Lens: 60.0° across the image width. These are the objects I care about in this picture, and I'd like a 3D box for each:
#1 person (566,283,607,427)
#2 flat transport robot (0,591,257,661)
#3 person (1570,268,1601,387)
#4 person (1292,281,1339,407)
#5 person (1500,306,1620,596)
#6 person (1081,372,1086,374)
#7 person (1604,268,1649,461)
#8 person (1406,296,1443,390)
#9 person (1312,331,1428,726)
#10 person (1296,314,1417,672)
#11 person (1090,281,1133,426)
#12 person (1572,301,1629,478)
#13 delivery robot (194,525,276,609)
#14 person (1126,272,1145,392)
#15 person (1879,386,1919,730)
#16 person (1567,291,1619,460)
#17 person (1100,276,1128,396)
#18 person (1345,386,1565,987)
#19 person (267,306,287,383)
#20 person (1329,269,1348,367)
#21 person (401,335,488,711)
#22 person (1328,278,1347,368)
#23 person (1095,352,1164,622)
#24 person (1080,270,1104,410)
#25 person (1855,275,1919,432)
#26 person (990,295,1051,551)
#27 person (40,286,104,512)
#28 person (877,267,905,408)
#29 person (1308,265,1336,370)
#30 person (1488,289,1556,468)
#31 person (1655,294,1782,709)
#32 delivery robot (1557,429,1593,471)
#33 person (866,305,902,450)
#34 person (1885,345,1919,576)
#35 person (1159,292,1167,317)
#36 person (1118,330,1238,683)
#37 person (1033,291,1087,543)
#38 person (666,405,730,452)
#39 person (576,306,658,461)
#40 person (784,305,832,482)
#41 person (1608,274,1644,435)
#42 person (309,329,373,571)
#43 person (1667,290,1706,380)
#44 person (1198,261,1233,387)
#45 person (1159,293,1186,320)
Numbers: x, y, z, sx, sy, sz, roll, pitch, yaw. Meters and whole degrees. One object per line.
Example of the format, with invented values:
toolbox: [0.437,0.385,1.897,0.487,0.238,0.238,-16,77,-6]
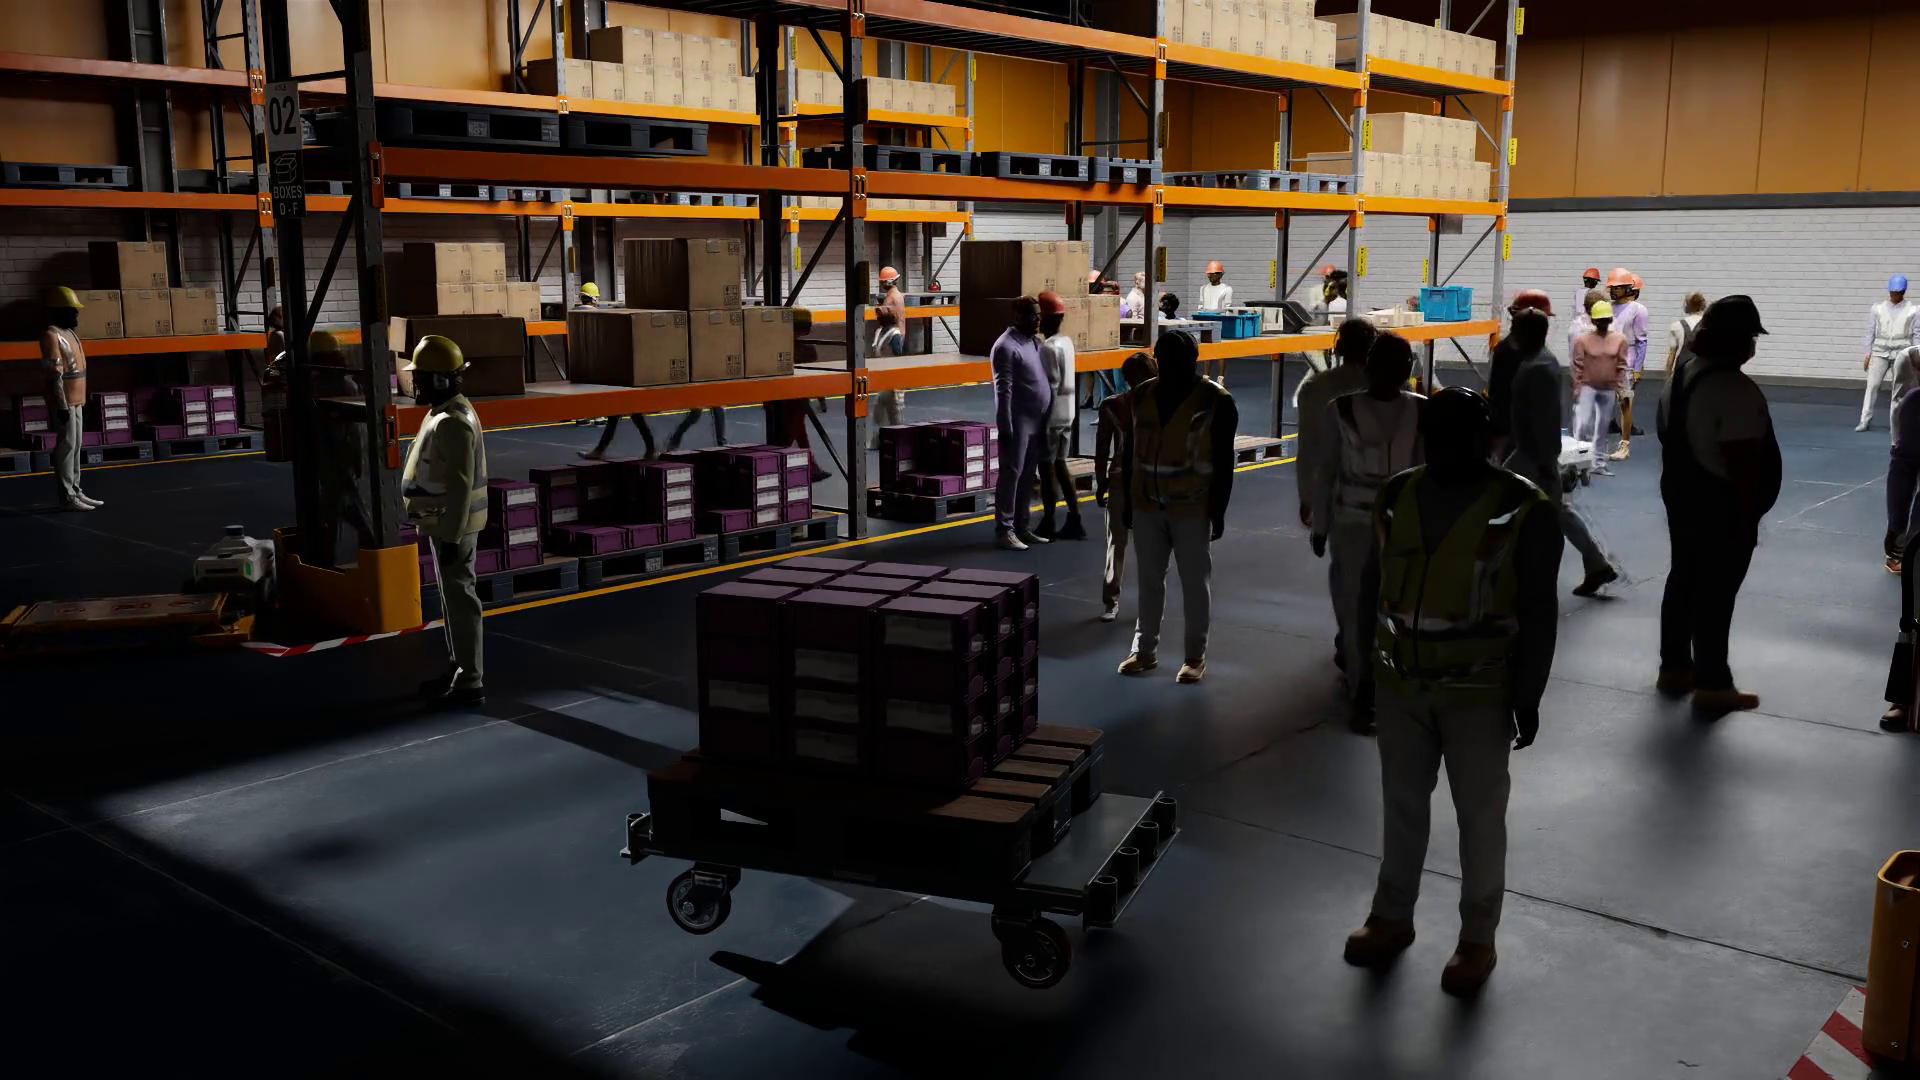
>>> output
person: [-4.667,-2.325,20.979,0.581,1.824,0.403,4,11,21]
flat transport robot: [-4.786,0.477,9.424,1.431,0.197,0.652,-3,10,-18]
person: [10.156,-3.427,26.944,0.375,1.927,0.543,-3,10,-16]
person: [4.996,-2.729,23.334,0.572,1.817,0.931,-8,13,-39]
person: [3.781,-0.562,10.760,1.054,1.893,0.639,4,11,21]
person: [2.004,-3.825,29.820,0.659,1.723,0.417,4,11,23]
person: [6.978,-1.864,17.713,0.376,2.041,0.615,-6,12,-33]
person: [6.455,-2.604,23.200,0.796,1.600,0.537,-1,10,-5]
person: [2.022,-0.053,7.940,0.568,1.850,0.844,-1,10,-8]
person: [2.122,-0.258,8.979,0.640,1.914,0.916,4,11,24]
person: [1.942,-2.350,21.042,0.564,1.845,0.389,10,14,44]
person: [6.275,-1.470,16.342,0.526,1.741,0.530,1,10,5]
delivery robot: [-4.431,0.153,10.198,0.477,0.478,0.707,-2,10,-9]
person: [2.642,-2.954,24.312,0.405,1.904,0.653,4,11,21]
person: [4.613,-0.049,7.678,0.636,1.939,0.364,8,13,38]
person: [6.680,-1.711,17.535,0.686,1.809,0.444,-5,11,-26]
person: [2.148,-2.846,23.848,0.637,1.866,0.949,0,10,0]
person: [1.498,0.445,5.147,0.636,1.840,0.429,9,14,42]
person: [-7.271,-1.694,17.909,0.282,1.633,0.498,-8,13,-38]
person: [5.418,-2.890,23.787,0.363,1.965,0.613,-1,10,-7]
person: [-2.530,-0.087,8.194,0.404,1.833,0.590,-4,11,-21]
person: [5.113,-2.575,22.270,0.309,1.864,0.535,-5,11,-25]
person: [1.072,-0.313,10.038,0.523,1.636,0.310,0,10,2]
person: [1.879,-2.784,23.237,0.340,1.942,0.552,-9,14,-43]
person: [11.377,-2.252,20.294,0.619,1.918,0.545,8,13,37]
person: [0.488,-0.883,12.519,0.401,1.906,0.649,6,11,29]
person: [-7.659,-1.208,14.306,0.370,1.927,0.588,-2,10,-14]
person: [-0.968,-2.859,23.535,0.392,1.988,0.608,-3,10,-15]
person: [6.190,-3.586,27.735,0.647,1.960,0.905,-4,11,-21]
person: [3.926,-0.746,11.568,0.645,1.972,0.641,0,10,2]
person: [3.773,-0.199,8.240,0.538,2.000,0.689,-1,10,-5]
delivery robot: [5.651,-0.805,15.653,0.707,0.478,0.477,-10,14,-43]
person: [-0.917,-1.794,18.531,0.704,1.618,0.523,-4,11,-23]
person: [6.698,-0.690,11.479,0.573,1.887,0.356,-1,10,-6]
person: [2.849,-2.696,23.614,0.272,1.632,0.507,-2,10,-10]
person: [1.113,-0.175,8.691,0.621,1.837,0.429,6,12,32]
person: [0.697,-0.932,12.742,0.399,1.942,0.550,4,11,21]
person: [-2.796,-1.676,17.899,0.761,1.603,0.497,4,11,22]
person: [-3.541,-1.578,17.166,0.866,1.644,0.550,-2,10,-12]
person: [-1.531,-1.354,15.750,0.542,1.713,0.922,10,14,44]
person: [8.065,-2.233,20.101,0.348,1.942,0.546,-4,11,-22]
person: [-4.247,-0.593,11.422,0.493,1.715,0.794,7,12,35]
person: [7.749,-1.727,17.591,0.538,1.816,0.529,8,13,37]
person: [4.050,-3.418,26.564,0.608,2.044,0.372,8,13,38]
person: [2.617,-2.230,20.779,0.535,1.697,0.322,7,12,35]
